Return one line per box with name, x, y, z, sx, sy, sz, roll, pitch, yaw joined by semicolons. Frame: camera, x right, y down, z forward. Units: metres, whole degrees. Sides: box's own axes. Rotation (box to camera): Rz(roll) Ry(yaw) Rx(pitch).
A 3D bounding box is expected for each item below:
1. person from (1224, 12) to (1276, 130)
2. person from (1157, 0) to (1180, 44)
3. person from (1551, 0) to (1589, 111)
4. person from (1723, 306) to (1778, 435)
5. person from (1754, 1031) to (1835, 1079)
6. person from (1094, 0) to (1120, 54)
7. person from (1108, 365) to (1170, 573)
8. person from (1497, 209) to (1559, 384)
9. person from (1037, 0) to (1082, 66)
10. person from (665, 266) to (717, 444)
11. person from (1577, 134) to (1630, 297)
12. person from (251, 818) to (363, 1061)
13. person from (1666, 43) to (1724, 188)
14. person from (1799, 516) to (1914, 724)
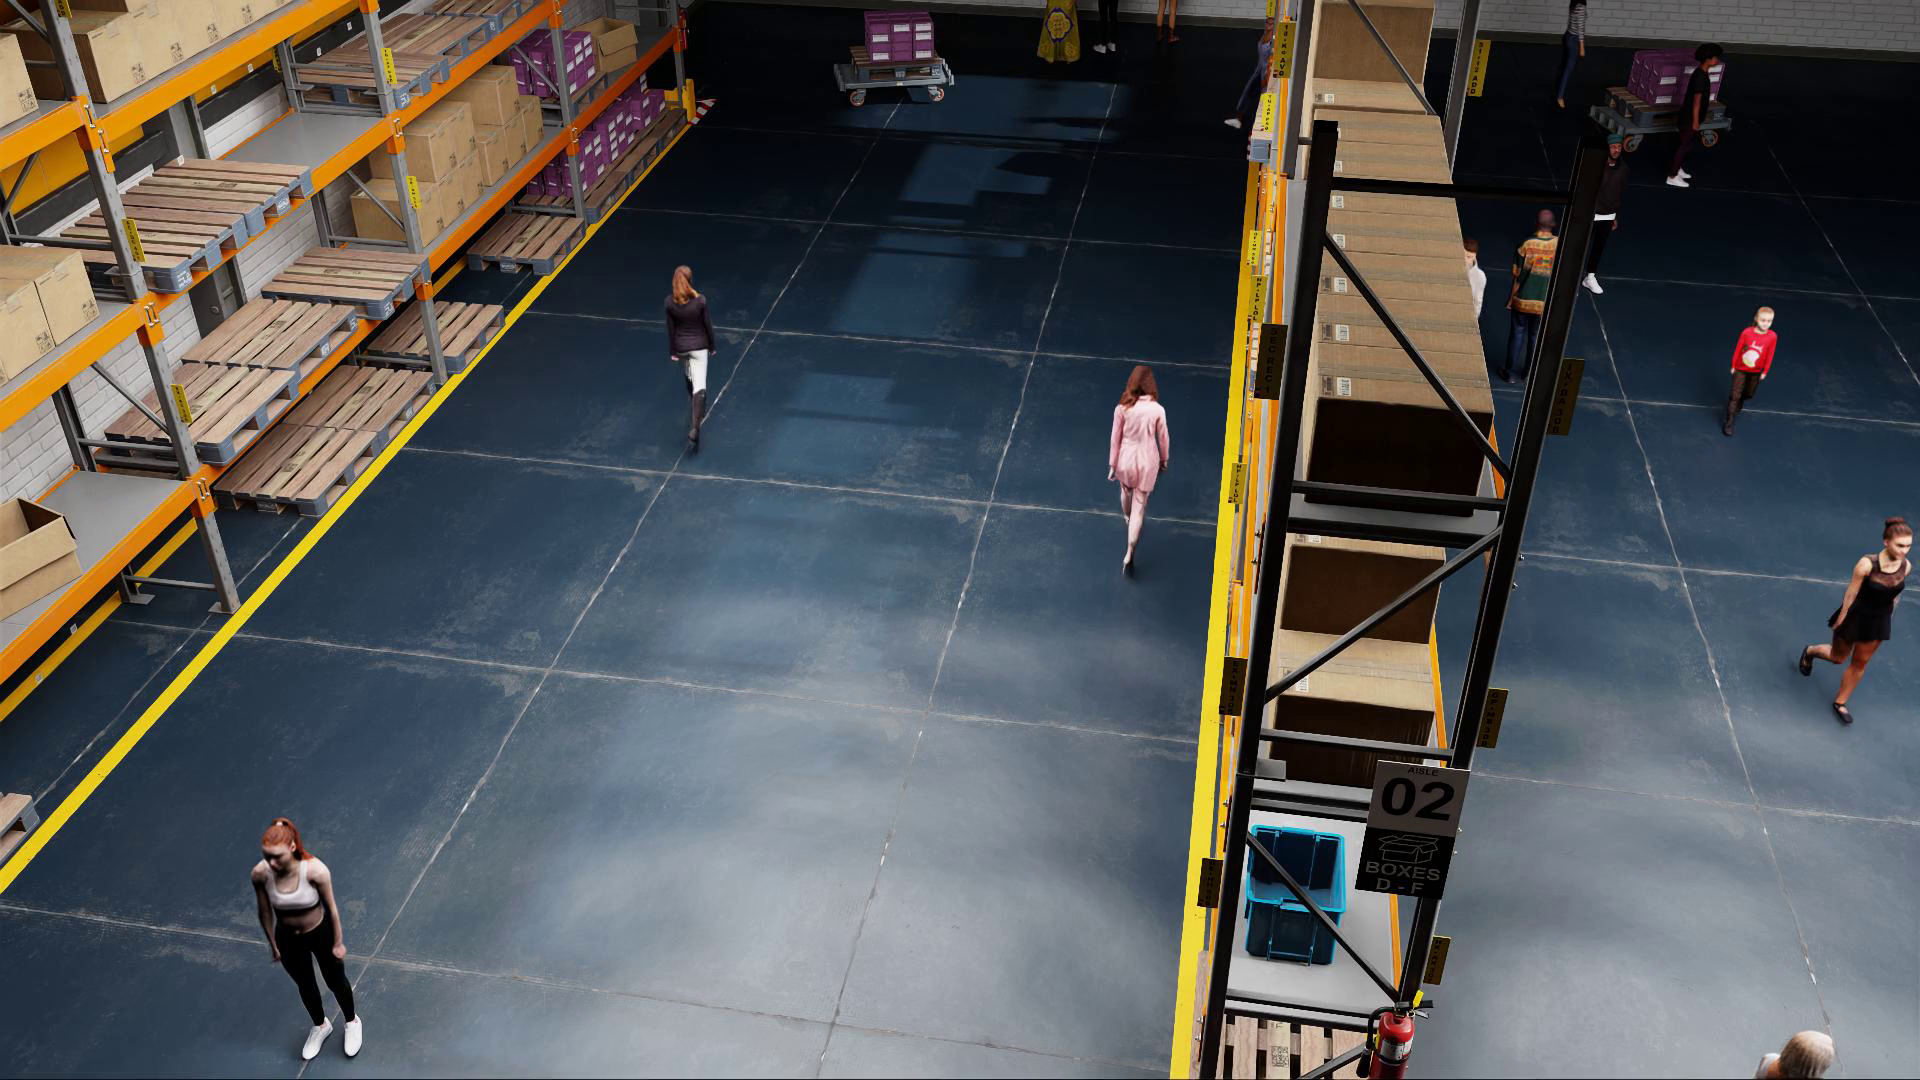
person;4.250;-6.315;22.510;0.943;1.659;1.052;-6;34;-10
person;3.270;-8.681;26.002;0.666;1.734;0.620;17;37;24
person;8.586;-6.971;23.376;0.675;1.792;0.471;2;34;3
person;7.508;-1.658;15.856;0.539;1.269;0.789;9;35;13
person;4.019;3.066;8.313;0.691;1.750;0.557;-6;34;-9
person;2.286;-8.391;25.559;0.656;1.741;0.706;-19;38;-26
person;1.455;-0.543;13.746;0.669;1.748;1.125;4;34;6
person;5.681;-2.414;16.508;0.743;1.805;0.715;-1;34;-1
person;1.525;-8.027;25.085;0.850;1.660;0.765;4;34;6
person;-2.520;-1.708;15.548;0.704;1.693;1.215;1;34;1
person;7.002;-3.585;18.258;0.751;1.818;0.728;-7;34;-11
person;-3.724;2.277;9.509;0.622;1.741;0.576;-1;34;-1
person;9.249;-5.396;21.015;0.720;1.782;0.568;14;36;20
person;6.597;0.530;12.207;0.688;1.665;0.908;-2;34;-4
